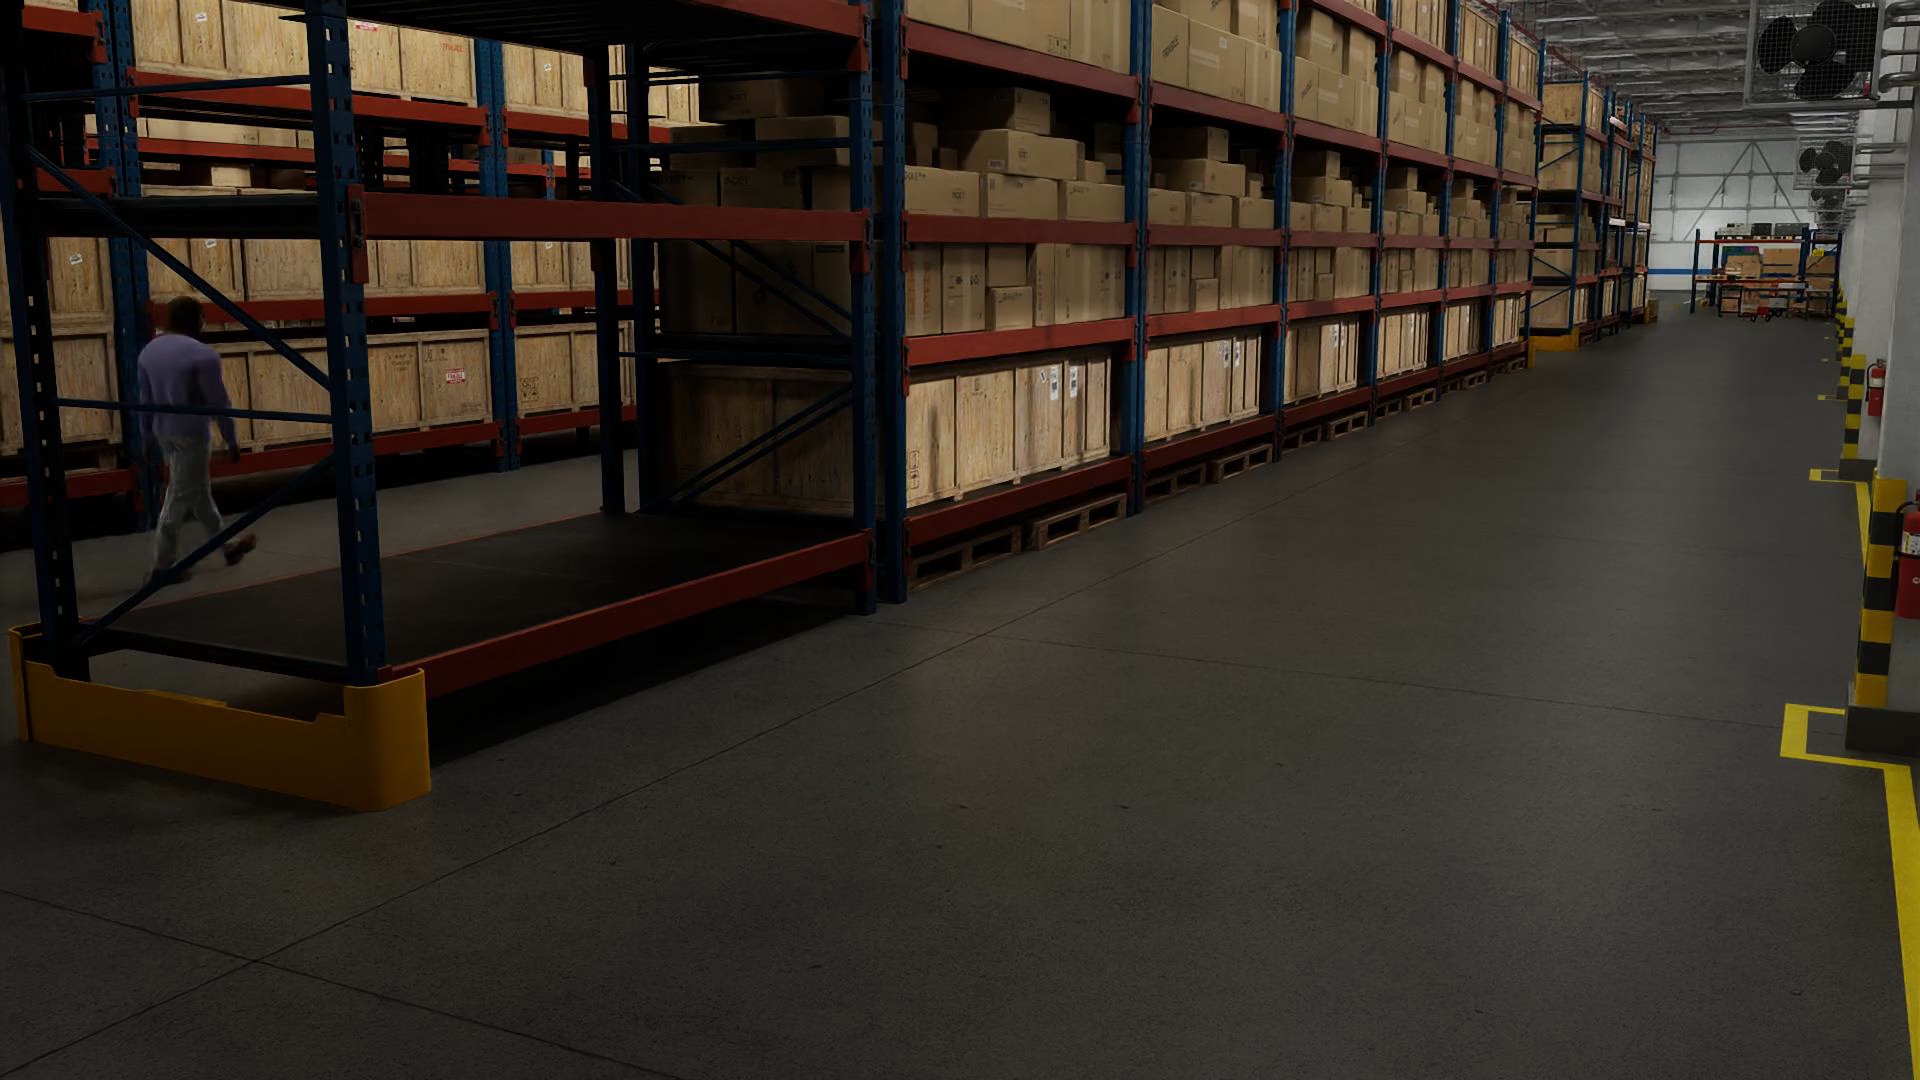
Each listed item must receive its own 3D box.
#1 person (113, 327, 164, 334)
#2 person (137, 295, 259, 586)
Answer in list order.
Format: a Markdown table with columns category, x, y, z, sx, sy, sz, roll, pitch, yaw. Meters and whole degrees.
| category | x | y | z | sx | sy | sz | roll | pitch | yaw |
| --- | --- | --- | --- | --- | --- | --- | --- | --- | --- |
| person | -8.127 | -1.534 | 16.493 | 0.573 | 1.747 | 0.339 | -2 | 10 | -10 |
| person | -5.093 | -0.682 | 11.140 | 0.647 | 1.887 | 1.038 | 4 | 11 | 24 |
